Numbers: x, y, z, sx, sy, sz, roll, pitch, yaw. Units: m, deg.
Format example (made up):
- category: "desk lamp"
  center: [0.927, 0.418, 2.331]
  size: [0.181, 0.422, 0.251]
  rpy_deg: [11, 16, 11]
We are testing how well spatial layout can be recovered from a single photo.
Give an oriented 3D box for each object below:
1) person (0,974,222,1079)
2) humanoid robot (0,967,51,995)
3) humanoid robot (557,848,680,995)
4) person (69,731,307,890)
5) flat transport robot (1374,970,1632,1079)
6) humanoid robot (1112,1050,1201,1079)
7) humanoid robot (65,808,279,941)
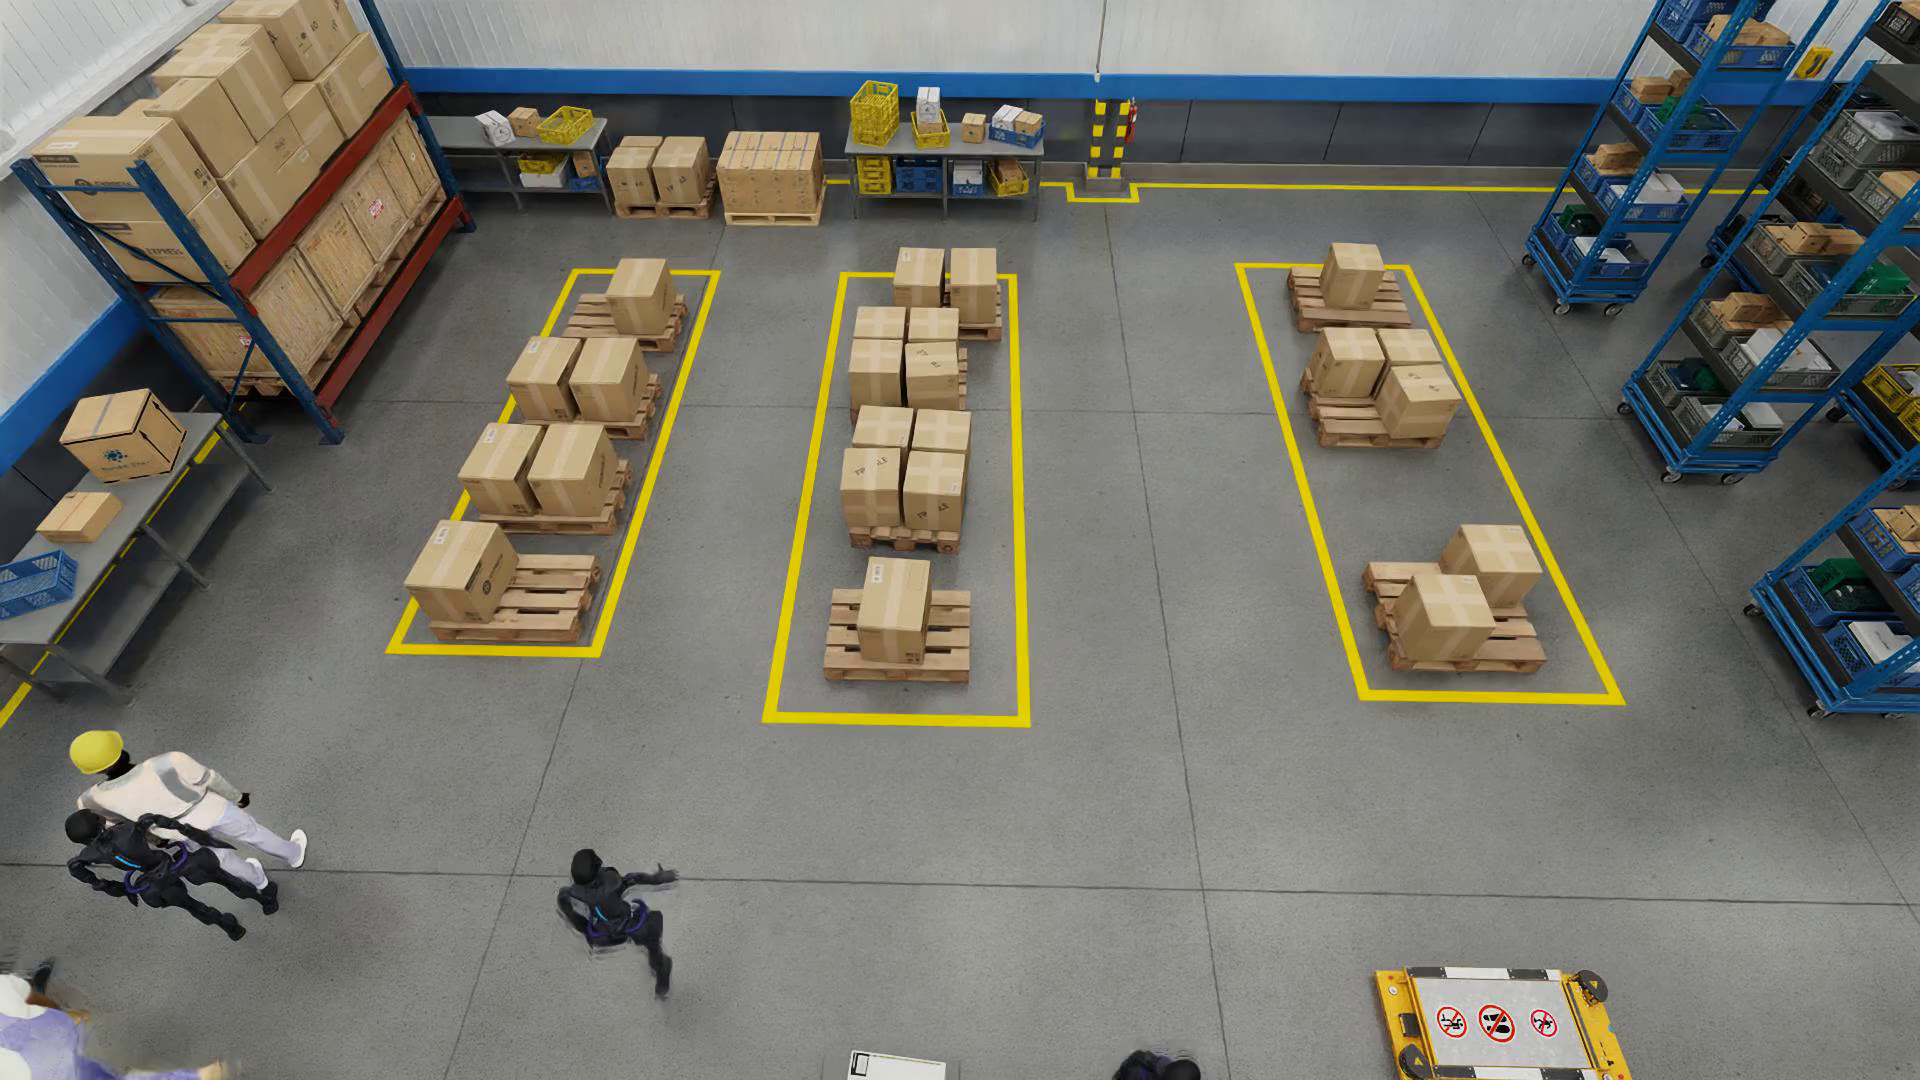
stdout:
- category: "person"
  center: [-5.049, 2.855, 5.016]
  size: [0.904, 2.000, 0.684]
  rpy_deg: [-18, 53, -14]
- category: "humanoid robot"
  center: [-6.112, 2.690, 5.417]
  size: [0.581, 1.609, 0.751]
  rpy_deg: [-6, 51, -5]
- category: "humanoid robot"
  center: [-2.072, 2.306, 5.710]
  size: [0.553, 1.626, 0.696]
  rpy_deg: [-6, 51, -5]
- category: "person"
  center: [-5.014, 1.778, 5.966]
  size: [0.587, 1.927, 0.383]
  rpy_deg: [-30, 57, -22]
- category: "flat transport robot"
  center: [3.501, 3.133, 5.914]
  size: [1.431, 0.197, 0.652]
  rpy_deg: [1, 51, 1]
- category: "humanoid robot"
  center: [1.093, 3.138, 5.019]
  size: [0.429, 1.635, 0.582]
  rpy_deg: [-38, 60, -26]
- category: "humanoid robot"
  center: [-5.039, 2.107, 5.850]
  size: [0.328, 1.657, 0.588]
  rpy_deg: [37, 60, 26]
